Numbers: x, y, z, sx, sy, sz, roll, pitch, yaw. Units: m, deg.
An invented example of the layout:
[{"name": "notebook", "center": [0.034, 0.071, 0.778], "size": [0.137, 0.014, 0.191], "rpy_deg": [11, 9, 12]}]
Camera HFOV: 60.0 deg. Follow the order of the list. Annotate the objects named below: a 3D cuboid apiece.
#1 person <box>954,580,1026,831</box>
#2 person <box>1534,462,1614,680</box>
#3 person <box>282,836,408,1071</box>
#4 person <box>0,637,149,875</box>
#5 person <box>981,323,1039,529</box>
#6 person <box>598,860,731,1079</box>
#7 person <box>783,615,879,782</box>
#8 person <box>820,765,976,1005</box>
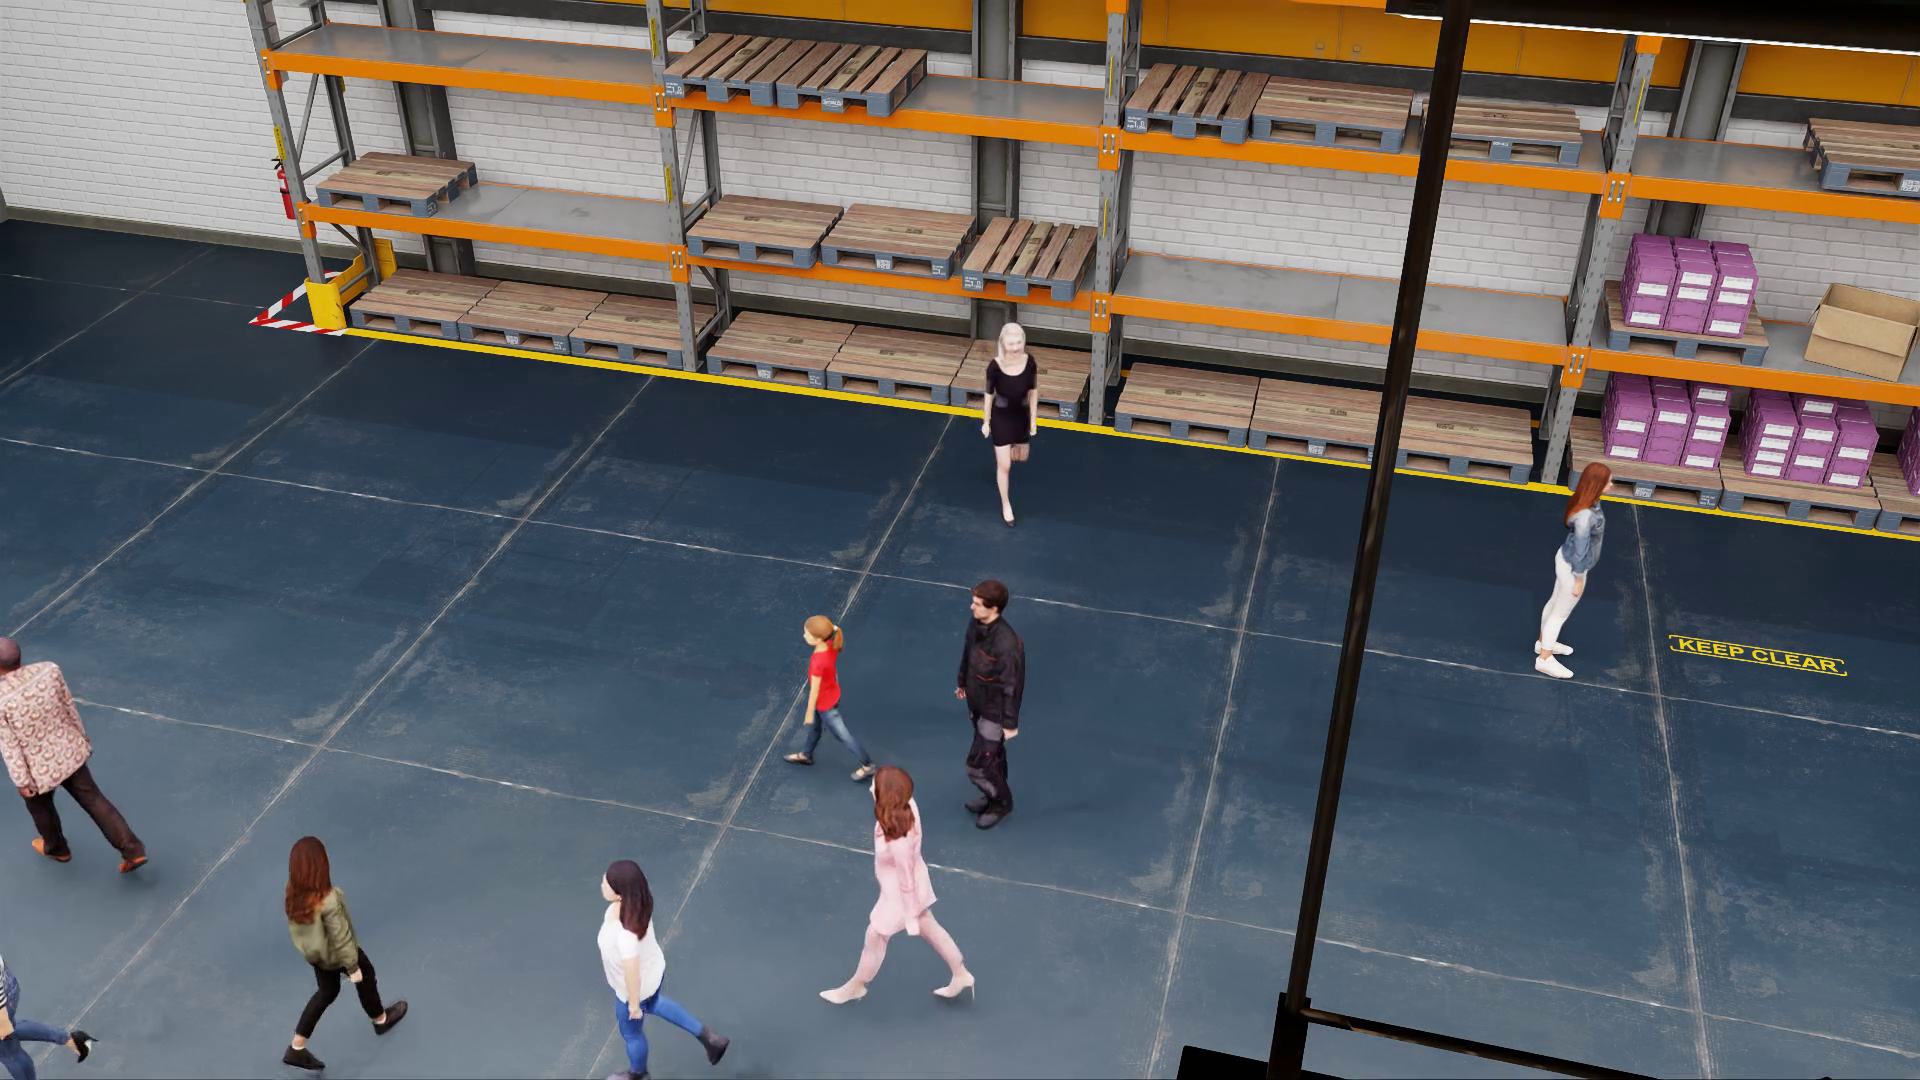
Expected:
[{"name": "person", "center": [0.285, 1.016, 10.490], "size": [0.874, 1.831, 0.850], "rpy_deg": [-13, 36, -19]}, {"name": "person", "center": [4.357, 0.185, 11.857], "size": [0.512, 1.702, 0.619], "rpy_deg": [10, 35, 14]}, {"name": "person", "center": [-3.459, 2.263, 8.963], "size": [0.987, 1.445, 0.905], "rpy_deg": [25, 41, 32]}, {"name": "person", "center": [-5.427, 1.342, 10.031], "size": [1.220, 1.797, 0.874], "rpy_deg": [16, 37, 23]}, {"name": "person", "center": [0.376, -0.997, 13.540], "size": [0.984, 1.807, 0.966], "rpy_deg": [-12, 35, -17]}, {"name": "person", "center": [-1.591, 2.303, 8.699], "size": [0.971, 1.670, 0.720], "rpy_deg": [2, 34, 3]}, {"name": "person", "center": [-0.802, 1.061, 10.917], "size": [0.931, 1.284, 0.562], "rpy_deg": [4, 34, 6]}, {"name": "person", "center": [-0.220, 1.952, 9.155], "size": [1.186, 1.751, 0.838], "rpy_deg": [0, 34, 1]}]
